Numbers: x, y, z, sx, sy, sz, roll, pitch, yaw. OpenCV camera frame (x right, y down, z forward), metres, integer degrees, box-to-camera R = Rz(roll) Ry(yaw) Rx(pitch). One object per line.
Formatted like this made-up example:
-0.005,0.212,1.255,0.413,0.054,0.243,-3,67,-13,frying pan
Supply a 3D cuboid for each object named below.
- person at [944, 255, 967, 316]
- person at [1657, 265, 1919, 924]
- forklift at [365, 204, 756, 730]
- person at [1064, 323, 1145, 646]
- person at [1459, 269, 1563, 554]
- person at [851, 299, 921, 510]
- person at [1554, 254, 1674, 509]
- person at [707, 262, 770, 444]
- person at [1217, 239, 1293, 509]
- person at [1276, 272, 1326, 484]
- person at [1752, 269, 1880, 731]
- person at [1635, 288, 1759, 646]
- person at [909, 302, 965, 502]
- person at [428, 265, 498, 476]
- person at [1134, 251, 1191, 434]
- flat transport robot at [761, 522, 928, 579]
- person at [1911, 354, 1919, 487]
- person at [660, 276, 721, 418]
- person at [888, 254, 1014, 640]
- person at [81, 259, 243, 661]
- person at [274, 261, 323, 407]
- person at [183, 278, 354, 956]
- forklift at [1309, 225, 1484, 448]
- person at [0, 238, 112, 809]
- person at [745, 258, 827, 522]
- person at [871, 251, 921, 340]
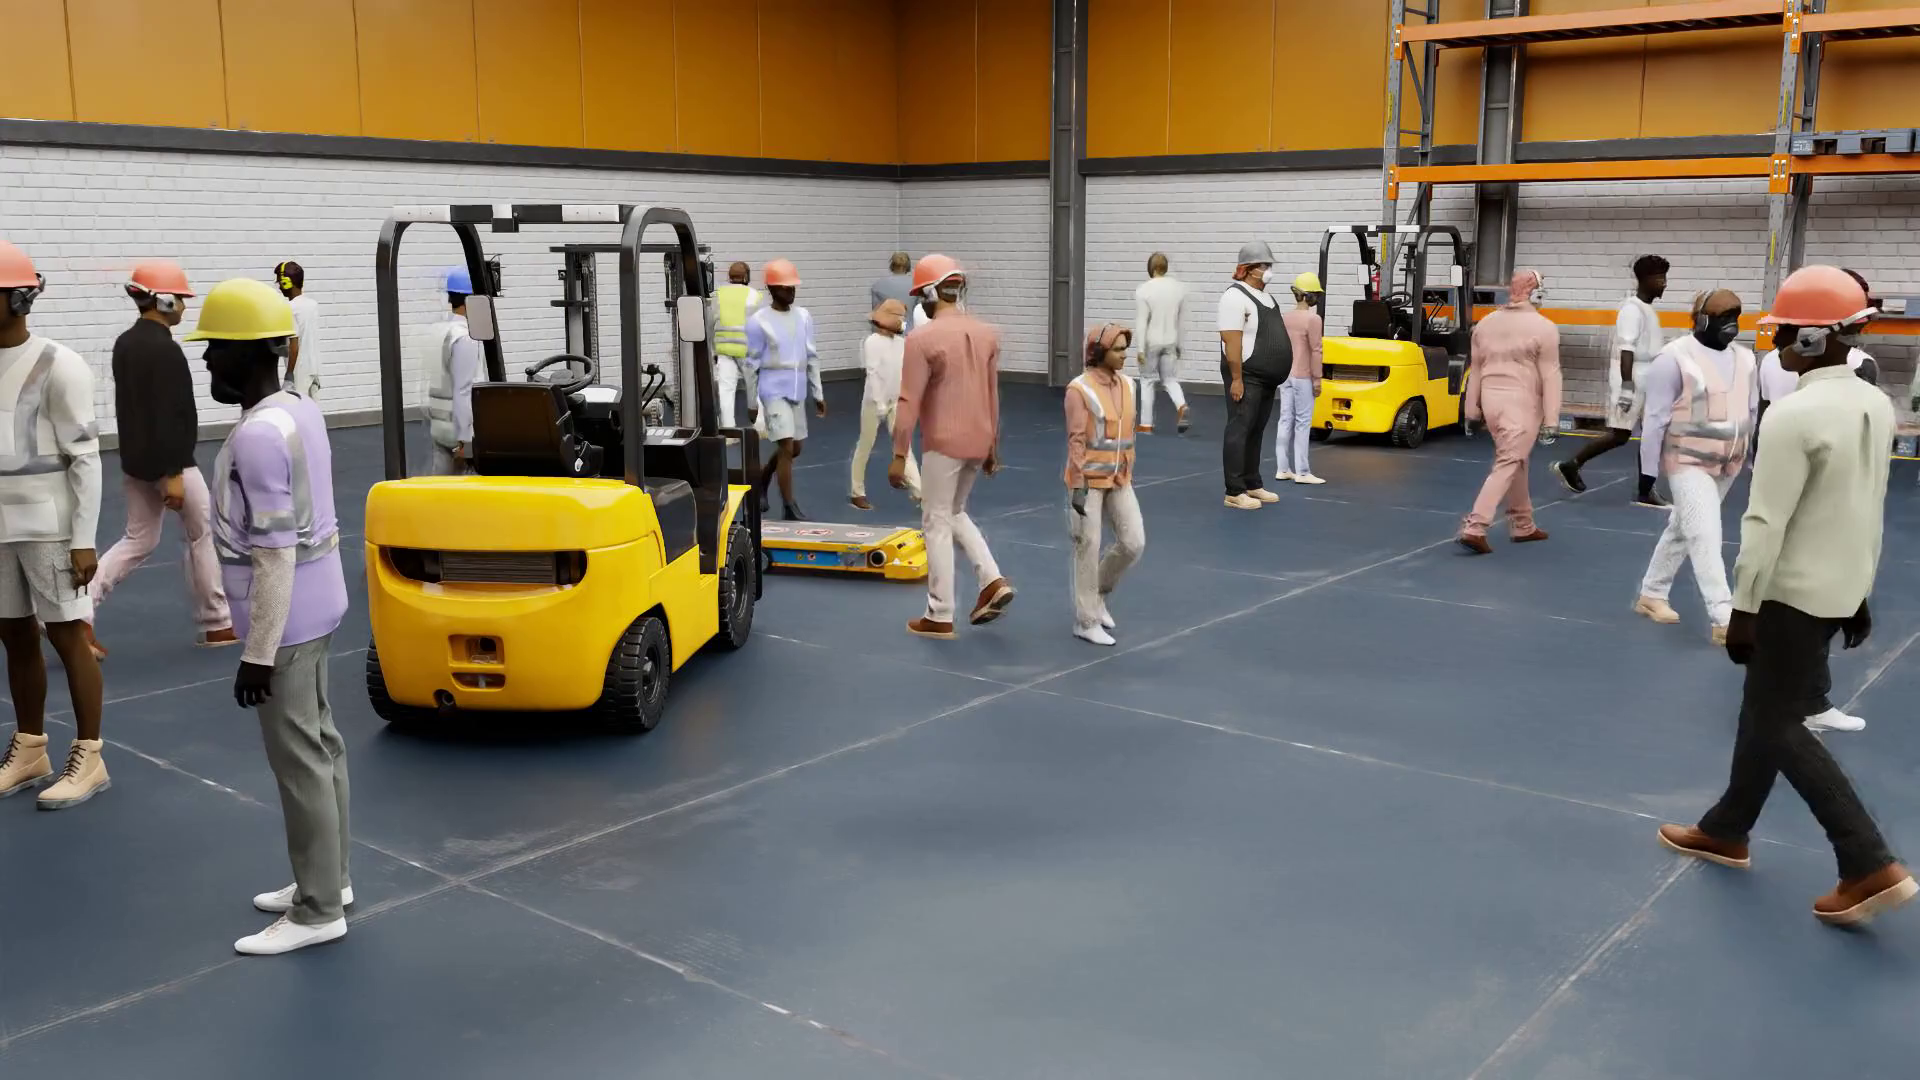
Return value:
-0.199,-2.934,22.543,0.599,1.827,0.403,-5,11,-24,person
2.591,0.151,5.078,0.631,1.967,0.883,-7,12,-35,person
-1.766,-0.406,7.525,1.214,2.155,2.313,1,10,7,forklift
0.717,-0.275,8.359,0.527,1.625,0.357,-9,14,-41,person
3.619,-0.843,10.916,0.993,1.858,0.649,-6,12,-30,person
-0.489,-0.990,12.409,0.878,1.585,0.535,8,13,36,person
5.061,-1.212,12.722,0.839,1.937,0.629,8,13,38,person
-2.207,-1.892,16.803,0.648,1.810,0.797,2,10,11,person
2.274,-1.269,12.729,0.538,2.000,0.683,6,12,31,person
2.866,-1.353,13.957,0.331,1.768,0.526,-5,11,-25,person
3.551,-0.164,6.961,0.398,1.915,0.589,-3,11,-15,person
3.841,-0.390,8.555,0.646,1.793,0.954,-4,11,-22,person
-0.187,-1.227,12.937,0.355,1.883,0.572,7,12,34,person
-2.969,-0.651,9.719,0.968,1.904,0.616,-6,12,-31,person
2.092,-2.024,17.251,0.637,1.923,0.742,-5,11,-24,person
-0.827,0.047,10.346,1.431,0.197,0.652,3,11,17,flat transport robot
7.893,-1.133,13.218,0.518,1.589,0.851,0,10,0,person
-3.052,-2.279,18.967,0.625,1.807,0.622,4,11,21,person
-0.051,-0.471,8.518,0.560,1.963,0.689,8,13,39,person
-3.975,-0.384,8.093,0.622,1.958,0.939,8,13,39,person
-5.369,-1.323,13.525,0.328,1.865,0.520,1,10,4,person
-1.961,0.224,4.770,0.373,1.928,0.584,-2,10,-11,person
4.449,-2.115,16.993,1.214,2.155,2.313,8,13,38,forklift
-3.356,-0.048,5.956,0.606,2.045,0.389,4,11,20,person
-1.321,-1.055,11.913,0.831,1.915,0.540,10,14,44,person
-0.681,-2.239,18.464,0.640,1.923,0.670,1,10,5,person
